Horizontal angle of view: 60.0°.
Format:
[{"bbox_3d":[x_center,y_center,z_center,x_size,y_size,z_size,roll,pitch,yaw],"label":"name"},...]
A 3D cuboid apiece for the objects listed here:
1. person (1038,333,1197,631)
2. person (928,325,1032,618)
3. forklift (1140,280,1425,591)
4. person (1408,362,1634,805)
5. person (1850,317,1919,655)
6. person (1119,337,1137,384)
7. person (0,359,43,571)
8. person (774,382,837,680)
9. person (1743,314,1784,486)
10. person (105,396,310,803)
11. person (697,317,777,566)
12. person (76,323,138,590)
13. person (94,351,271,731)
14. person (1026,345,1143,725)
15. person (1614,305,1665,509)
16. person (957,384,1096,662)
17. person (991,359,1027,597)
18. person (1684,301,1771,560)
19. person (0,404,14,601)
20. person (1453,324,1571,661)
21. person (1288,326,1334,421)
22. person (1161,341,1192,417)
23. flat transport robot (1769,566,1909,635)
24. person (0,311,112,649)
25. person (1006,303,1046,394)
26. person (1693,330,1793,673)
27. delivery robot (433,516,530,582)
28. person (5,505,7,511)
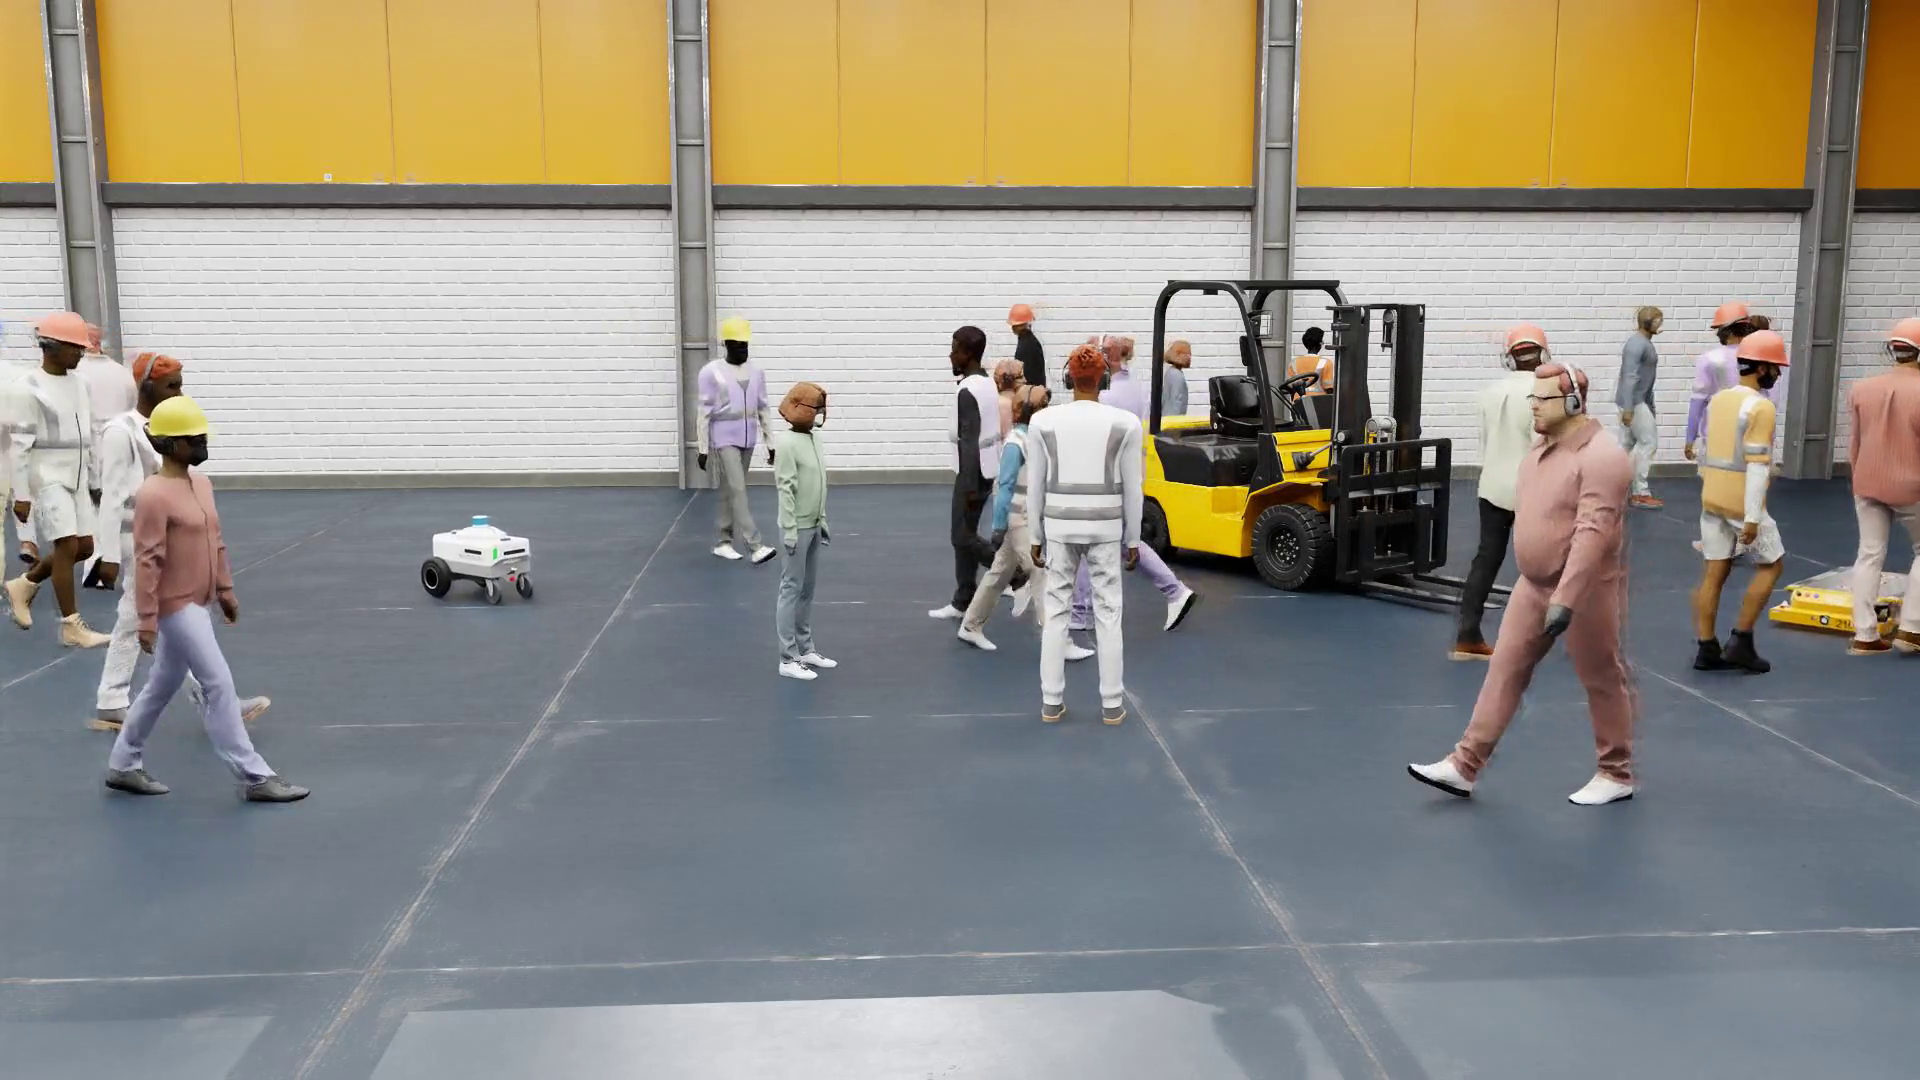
[{"bbox_3d":[0.990,-0.345,10.265,0.898,1.870,0.625,4,10,22],"label":"person"},{"bbox_3d":[0.147,-0.407,10.561,0.665,1.901,0.590,2,9,13],"label":"person"},{"bbox_3d":[2.301,-0.860,12.475,1.214,2.155,2.313,-6,11,-35],"label":"forklift"},{"bbox_3d":[2.397,0.208,6.853,1.005,1.851,0.643,-3,9,-16],"label":"person"},{"bbox_3d":[5.472,-0.299,9.658,0.597,1.975,0.617,-6,11,-32],"label":"person"},{"bbox_3d":[1.507,-1.174,16.258,0.709,1.614,0.525,-1,9,-7],"label":"person"},{"bbox_3d":[-7.178,-0.696,12.396,0.648,1.914,0.819,-7,12,-39],"label":"person"},{"bbox_3d":[-0.872,-0.050,9.213,0.338,1.643,0.504,3,9,17],"label":"person"},{"bbox_3d":[7.906,-1.314,16.467,0.520,1.827,0.664,-1,9,-5],"label":"person"},{"bbox_3d":[-3.238,0.256,6.956,0.893,1.720,0.535,0,9,-1],"label":"person"},{"bbox_3d":[-1.632,-0.744,12.697,0.925,1.884,0.612,8,12,42],"label":"person"},{"bbox_3d":[-6.056,-0.568,11.645,0.524,1.877,0.691,8,12,40],"label":"person"},{"bbox_3d":[-3.784,0.027,8.005,0.973,1.839,0.594,0,9,-1],"label":"person"},{"bbox_3d":[0.610,-0.021,8.218,0.576,1.876,0.344,2,9,10],"label":"person"},{"bbox_3d":[6.493,-1.256,15.798,0.723,1.921,0.673,5,10,27],"label":"person"},{"bbox_3d":[0.347,-0.104,9.608,0.873,1.593,0.513,3,9,16],"label":"person"},{"bbox_3d":[0.334,-0.430,11.515,0.307,1.641,0.511,0,9,-1],"label":"person"},{"bbox_3d":[5.941,-0.834,12.885,0.623,2.016,0.849,-1,9,-7],"label":"person"},{"bbox_3d":[-6.596,-0.370,11.208,0.368,1.620,0.495,7,11,38],"label":"person"},{"bbox_3d":[3.300,-0.268,9.578,1.022,1.929,0.643,-4,10,-22],"label":"person"},{"bbox_3d":[3.553,-1.300,16.789,0.535,1.700,0.318,9,13,44],"label":"person"},{"bbox_3d":[2.103,-1.063,15.602,0.817,1.593,0.520,-1,9,-6],"label":"person"},{"bbox_3d":[5.843,0.374,10.748,1.431,0.197,0.652,-9,13,-44],"label":"flat transport robot"},{"bbox_3d":[-5.429,-0.356,9.896,0.721,2.014,0.625,2,9,10],"label":"person"},{"bbox_3d":[0.586,-1.432,16.903,1.013,1.924,0.656,0,9,2],"label":"person"},{"bbox_3d":[4.355,-0.202,9.248,0.518,1.913,0.541,-2,9,-13],"label":"person"},{"bbox_3d":[-3.289,0.077,11.432,0.707,0.478,0.477,6,11,35],"label":"delivery robot"},{"bbox_3d":[-9.396,-1.138,15.411,0.903,1.833,0.671,1,9,4],"label":"person"}]
